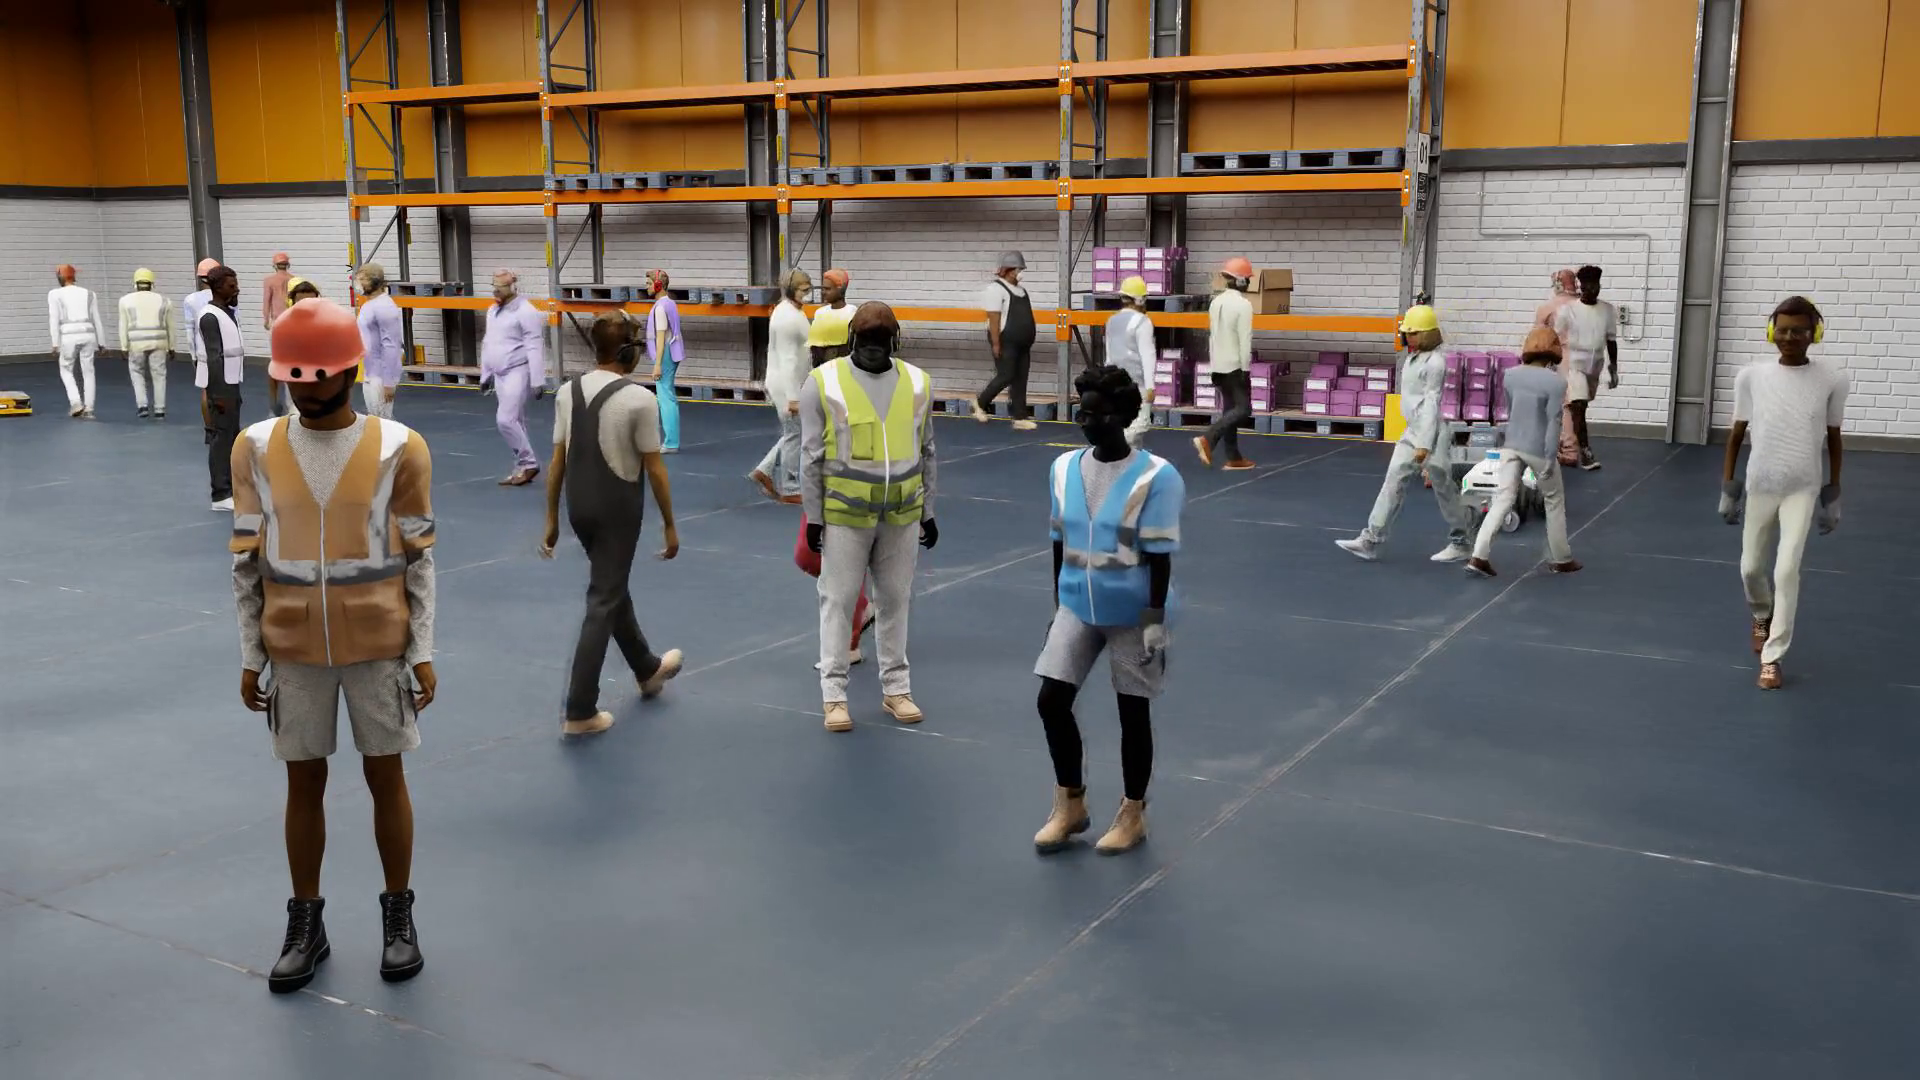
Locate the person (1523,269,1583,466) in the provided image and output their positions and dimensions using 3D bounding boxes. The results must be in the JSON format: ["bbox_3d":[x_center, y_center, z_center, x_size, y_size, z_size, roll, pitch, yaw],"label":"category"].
[{"bbox_3d":[5.735,-1.648,15.880,0.632,1.849,0.962,-3,10,-15],"label":"person"}]

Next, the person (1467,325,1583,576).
[{"bbox_3d":[3.559,-0.554,10.416,0.839,1.589,0.488,-7,12,-34],"label":"person"}]

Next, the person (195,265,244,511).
[{"bbox_3d":[-5.805,-1.192,13.093,0.371,1.916,0.597,-2,10,-12],"label":"person"}]

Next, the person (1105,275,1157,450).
[{"bbox_3d":[1.462,-1.394,14.519,0.675,1.816,0.603,-5,11,-26],"label":"person"}]

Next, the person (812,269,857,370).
[{"bbox_3d":[-0.987,-1.271,13.648,0.579,1.877,0.342,8,13,38],"label":"person"}]

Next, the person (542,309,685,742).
[{"bbox_3d":[-1.463,-0.092,7.216,0.534,1.789,0.967,6,11,29],"label":"person"}]

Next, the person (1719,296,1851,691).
[{"bbox_3d":[3.951,-0.250,7.990,0.521,1.847,0.804,6,12,31],"label":"person"}]

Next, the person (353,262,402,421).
[{"bbox_3d":[-4.954,-1.357,14.002,0.485,1.932,0.678,-6,12,-32],"label":"person"}]

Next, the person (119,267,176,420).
[{"bbox_3d":[-9.682,-2.330,19.831,0.622,1.811,0.552,-7,12,-34],"label":"person"}]

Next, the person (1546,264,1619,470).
[{"bbox_3d":[5.871,-1.647,15.708,0.664,1.920,1.005,-2,10,-10],"label":"person"}]

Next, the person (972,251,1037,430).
[{"bbox_3d":[0.542,-2.260,18.791,0.685,2.000,0.692,7,12,35],"label":"person"}]

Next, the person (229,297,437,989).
[{"bbox_3d":[-1.735,0.296,4.637,0.542,1.928,0.374,-2,10,-11],"label":"person"}]

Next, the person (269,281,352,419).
[{"bbox_3d":[-4.711,-0.959,12.070,0.557,1.817,0.998,-6,12,-31],"label":"person"}]

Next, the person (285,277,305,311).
[{"bbox_3d":[-7.009,-1.943,17.844,0.490,1.729,0.564,5,11,27],"label":"person"}]

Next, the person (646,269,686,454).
[{"bbox_3d":[-2.941,-1.772,16.619,0.385,1.839,0.568,0,10,-3],"label":"person"}]

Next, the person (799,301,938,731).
[{"bbox_3d":[-0.379,-0.104,7.164,0.619,1.838,0.430,-4,11,-21],"label":"person"}]

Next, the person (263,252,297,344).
[{"bbox_3d":[-10.340,-3.409,25.459,0.654,1.978,0.431,-9,13,-41],"label":"person"}]

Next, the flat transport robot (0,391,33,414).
[{"bbox_3d":[-11.967,-1.705,20.656,0.652,0.197,1.431,-7,12,-33],"label":"flat transport robot"}]

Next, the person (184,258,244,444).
[{"bbox_3d":[-7.795,-1.970,17.431,0.545,1.942,0.349,-1,10,-8],"label":"person"}]

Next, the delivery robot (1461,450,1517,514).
[{"bbox_3d":[3.934,-0.420,12.312,0.477,0.478,0.707,5,11,24],"label":"delivery robot"}]

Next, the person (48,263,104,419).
[{"bbox_3d":[-10.596,-2.381,19.978,0.440,1.860,0.605,9,14,43],"label":"person"}]

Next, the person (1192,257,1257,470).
[{"bbox_3d":[2.437,-1.595,15.221,0.676,1.976,0.626,-5,11,-25],"label":"person"}]

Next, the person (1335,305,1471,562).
[{"bbox_3d":[2.950,-0.669,10.761,0.926,1.681,0.499,-2,10,-9],"label":"person"}]

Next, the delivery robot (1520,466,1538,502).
[{"bbox_3d":[4.361,-0.523,12.898,0.477,0.478,0.707,6,12,30],"label":"delivery robot"}]

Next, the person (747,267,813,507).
[{"bbox_3d":[-1.378,-1.178,13.028,0.502,1.912,0.668,1,10,3],"label":"person"}]

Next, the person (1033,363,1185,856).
[{"bbox_3d":[0.475,0.259,5.559,0.537,1.681,0.498,7,12,34],"label":"person"}]

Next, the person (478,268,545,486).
[{"bbox_3d":[-3.856,-1.385,14.289,0.465,1.883,0.653,-9,13,-41],"label":"person"}]

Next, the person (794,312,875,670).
[{"bbox_3d":[-0.582,-0.237,8.160,0.404,1.757,0.526,-8,13,-37],"label":"person"}]
